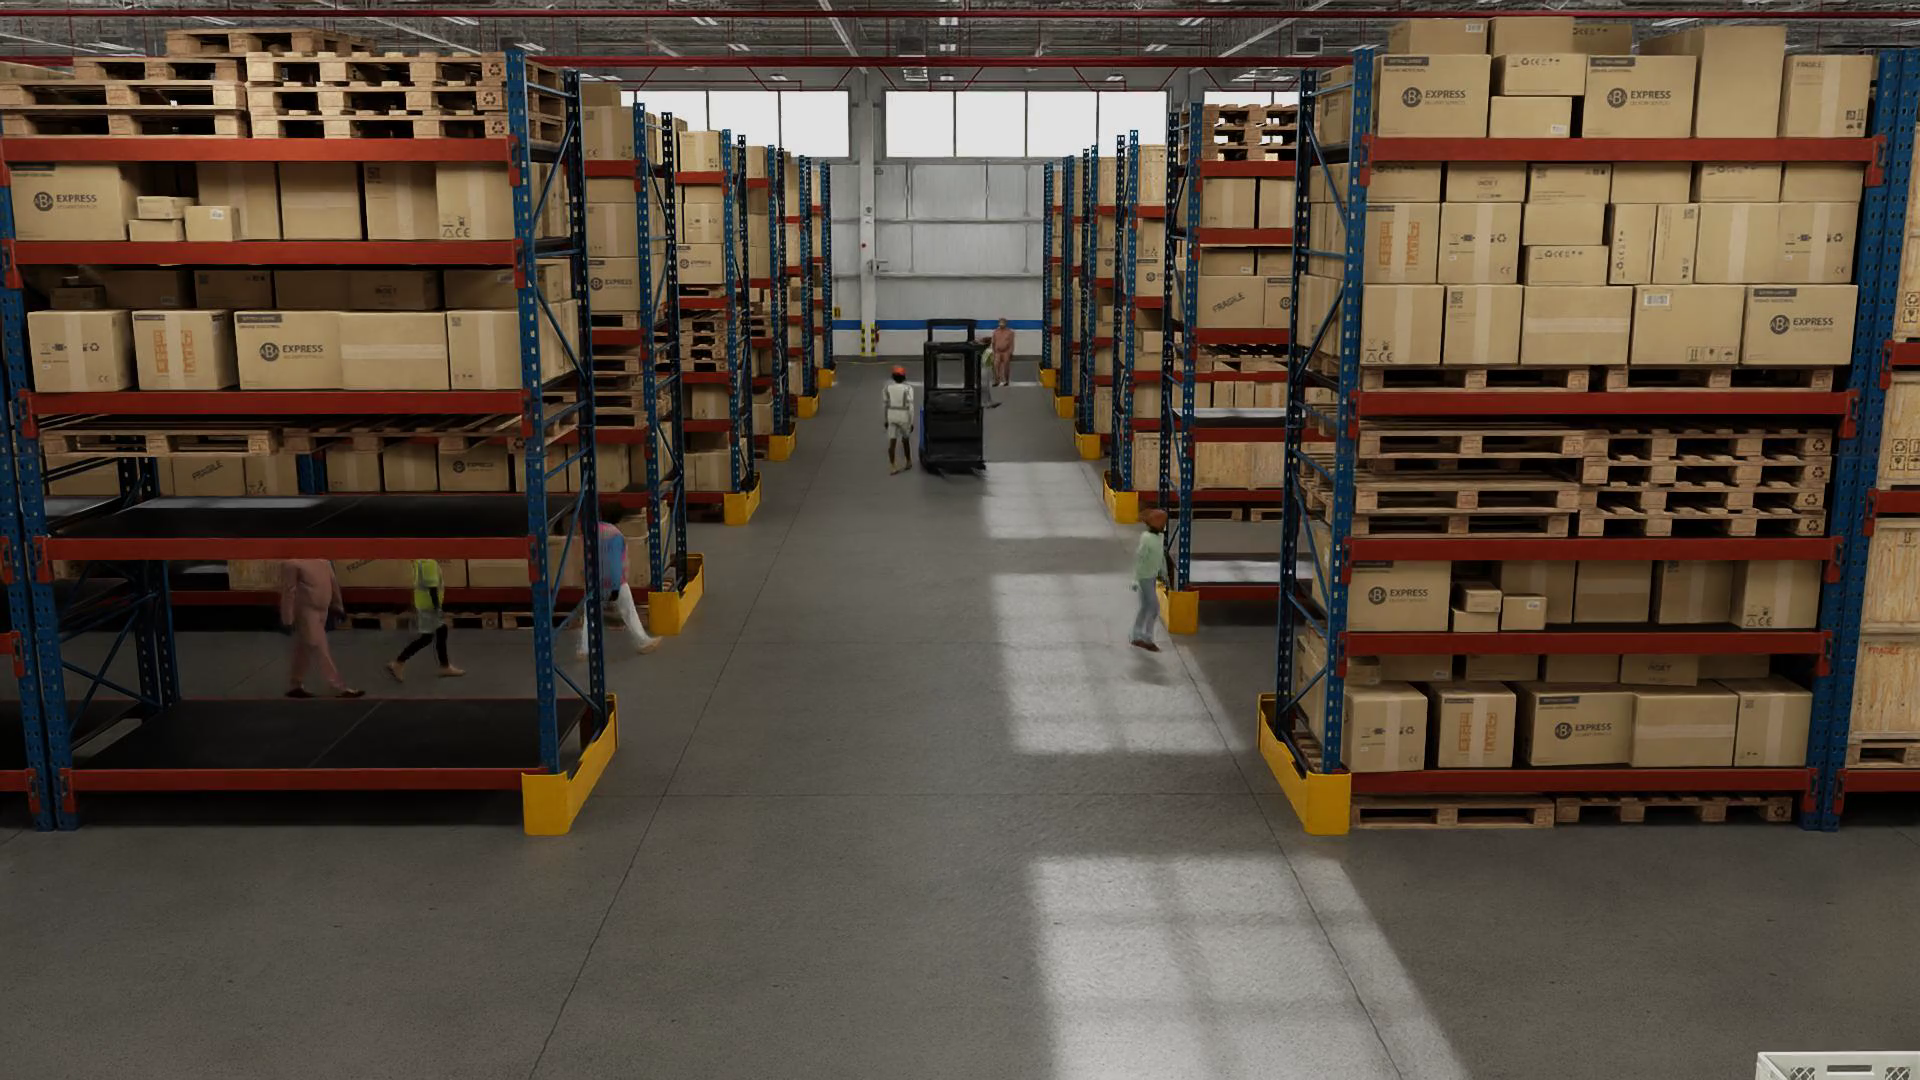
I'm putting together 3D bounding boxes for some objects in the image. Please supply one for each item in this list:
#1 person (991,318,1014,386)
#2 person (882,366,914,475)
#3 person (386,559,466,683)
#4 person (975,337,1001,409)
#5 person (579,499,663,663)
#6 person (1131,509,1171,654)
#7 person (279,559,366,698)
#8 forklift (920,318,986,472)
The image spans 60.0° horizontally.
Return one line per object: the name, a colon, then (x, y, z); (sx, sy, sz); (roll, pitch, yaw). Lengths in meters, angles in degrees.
person: (1.149, -5.148, 45.729); (0.648, 1.878, 0.846); (3, 12, 16)
person: (-1.134, -2.247, 31.051); (0.634, 1.985, 1.032); (3, 12, 14)
person: (-5.620, 0.673, 17.357); (0.746, 1.675, 0.528); (-4, 12, -21)
person: (0.652, -4.046, 40.469); (1.001, 1.790, 0.599); (-9, 15, -38)
person: (-3.791, 0.431, 18.273); (0.960, 1.790, 0.623); (-11, 16, -43)
person: (2.159, 0.448, 18.613); (0.533, 1.611, 0.547); (6, 13, 29)
person: (-6.416, 0.724, 16.649); (0.980, 1.851, 0.674); (3, 12, 12)
forklift: (-0.175, -2.812, 31.639); (1.129, 2.768, 1.873); (-1, 11, -6)
